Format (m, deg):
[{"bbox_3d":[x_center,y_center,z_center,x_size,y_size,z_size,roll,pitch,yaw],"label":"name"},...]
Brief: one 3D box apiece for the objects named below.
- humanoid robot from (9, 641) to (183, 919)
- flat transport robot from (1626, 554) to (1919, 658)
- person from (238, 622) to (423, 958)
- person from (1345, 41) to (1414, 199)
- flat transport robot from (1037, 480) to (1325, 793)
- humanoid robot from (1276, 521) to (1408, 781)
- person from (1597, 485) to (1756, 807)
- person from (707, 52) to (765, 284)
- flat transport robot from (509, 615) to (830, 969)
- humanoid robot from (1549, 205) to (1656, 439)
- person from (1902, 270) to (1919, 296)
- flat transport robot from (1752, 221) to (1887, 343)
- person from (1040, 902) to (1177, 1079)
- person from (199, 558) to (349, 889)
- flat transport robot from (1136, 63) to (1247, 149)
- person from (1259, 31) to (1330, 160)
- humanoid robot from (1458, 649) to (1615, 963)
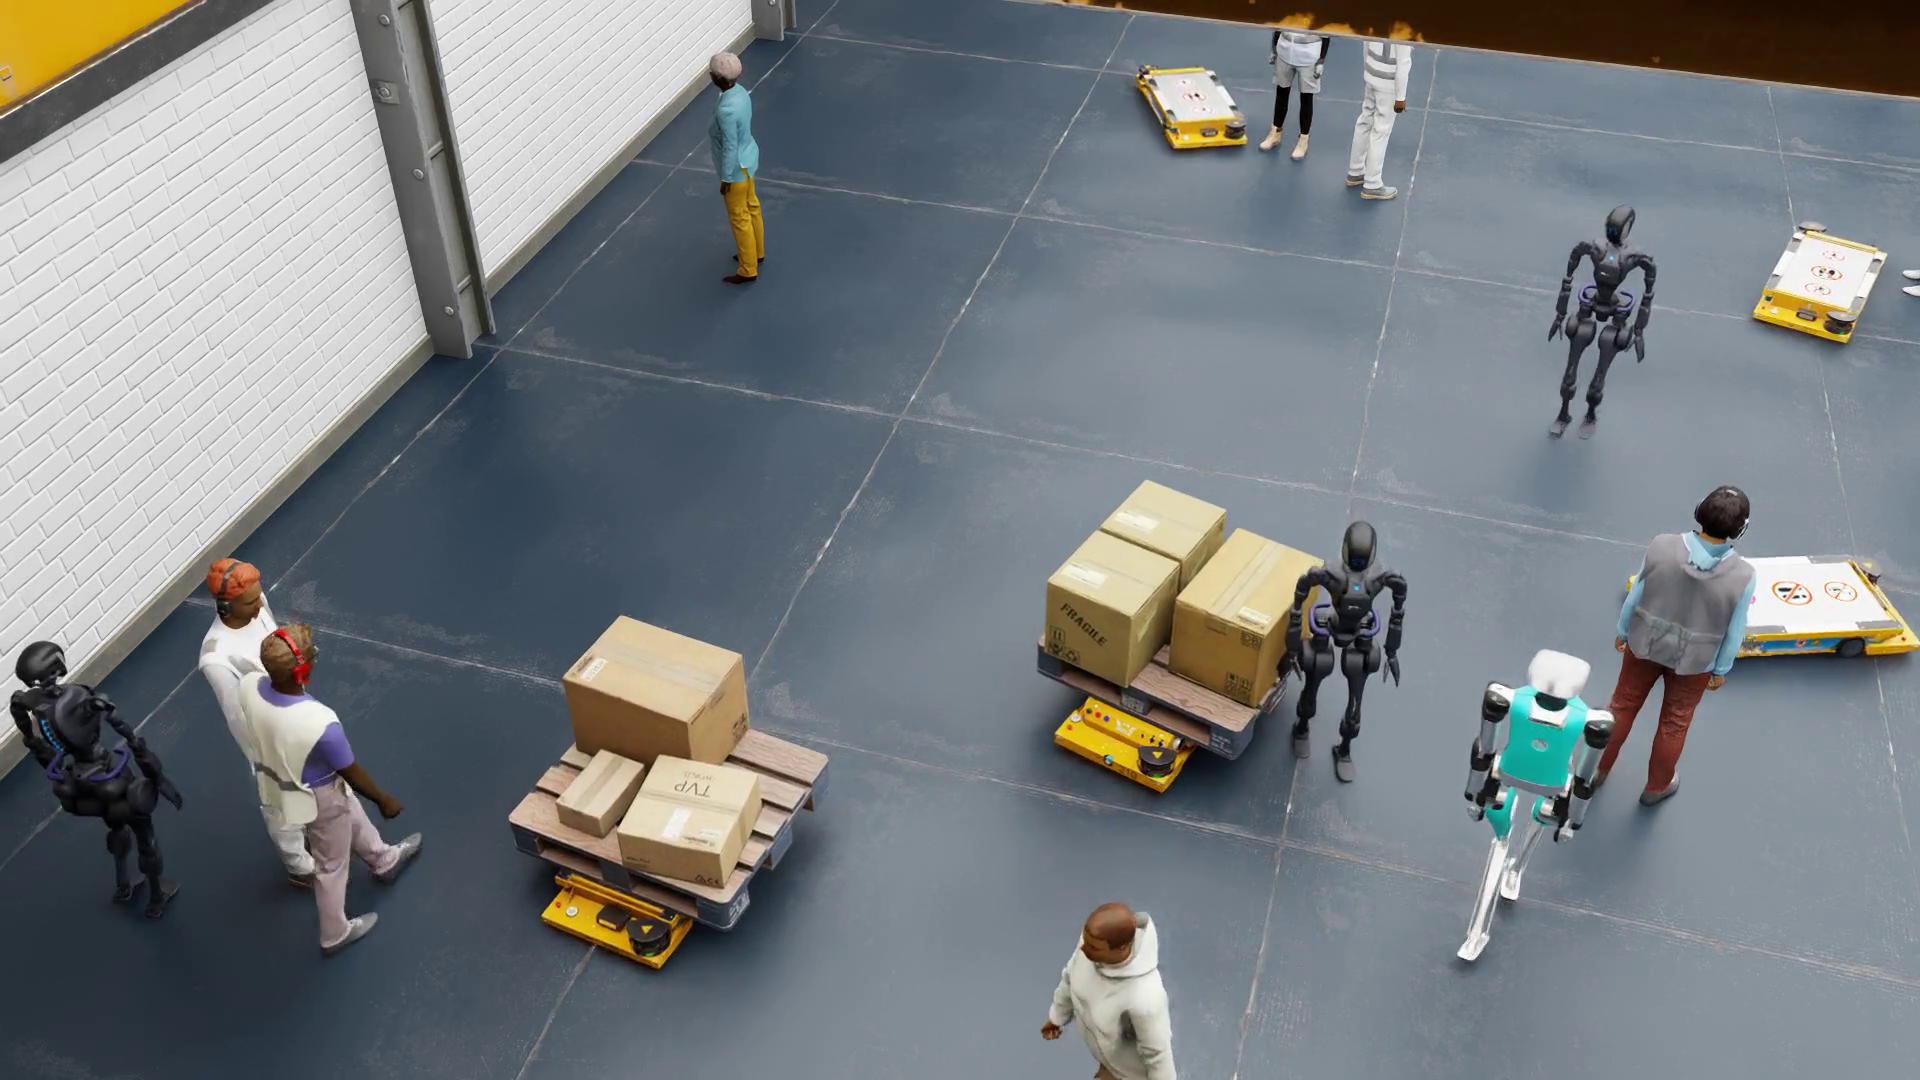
[{"bbox_3d":[-3.871,1.085,7.539,0.587,1.649,0.340,3,39,4],"label":"humanoid robot"},{"bbox_3d":[4.649,0.395,9.513,1.431,0.231,0.659,-2,39,-3],"label":"flat transport robot"},{"bbox_3d":[-2.755,1.065,7.445,0.573,1.813,0.814,26,46,29],"label":"person"},{"bbox_3d":[3.392,-3.648,13.254,0.341,1.882,0.583,-10,40,-13],"label":"person"},{"bbox_3d":[1.163,0.755,9.065,0.659,0.231,1.431,23,44,26],"label":"flat transport robot"},{"bbox_3d":[1.896,0.511,8.259,0.608,1.635,0.454,2,39,2],"label":"humanoid robot"},{"bbox_3d":[3.449,0.535,8.054,0.546,1.877,0.407,24,45,27],"label":"person"},{"bbox_3d":[-1.659,-2.728,12.212,0.338,1.753,0.539,5,39,7],"label":"person"},{"bbox_3d":[-1.381,1.434,8.220,0.659,0.231,1.431,16,42,19],"label":"flat transport robot"},{"bbox_3d":[4.097,-1.384,10.610,0.611,1.642,0.322,20,43,23],"label":"humanoid robot"},{"bbox_3d":[7.272,-2.541,12.078,0.314,1.629,0.506,19,43,22],"label":"person"},{"bbox_3d":[6.441,-1.936,12.412,0.659,0.231,1.431,23,44,25],"label":"flat transport robot"},{"bbox_3d":[0.592,1.961,6.412,0.957,1.703,0.523,-16,42,-19],"label":"person"},{"bbox_3d":[-3.163,0.844,7.665,0.356,1.886,0.572,-1,39,-2],"label":"person"},{"bbox_3d":[2.052,-3.887,14.839,0.659,0.231,1.431,-5,39,-7],"label":"flat transport robot"},{"bbox_3d":[2.818,-4.023,13.865,0.544,1.695,0.319,25,45,28],"label":"person"},{"bbox_3d":[2.552,1.086,7.487,0.556,1.769,0.928,15,41,18],"label":"humanoid robot"}]
